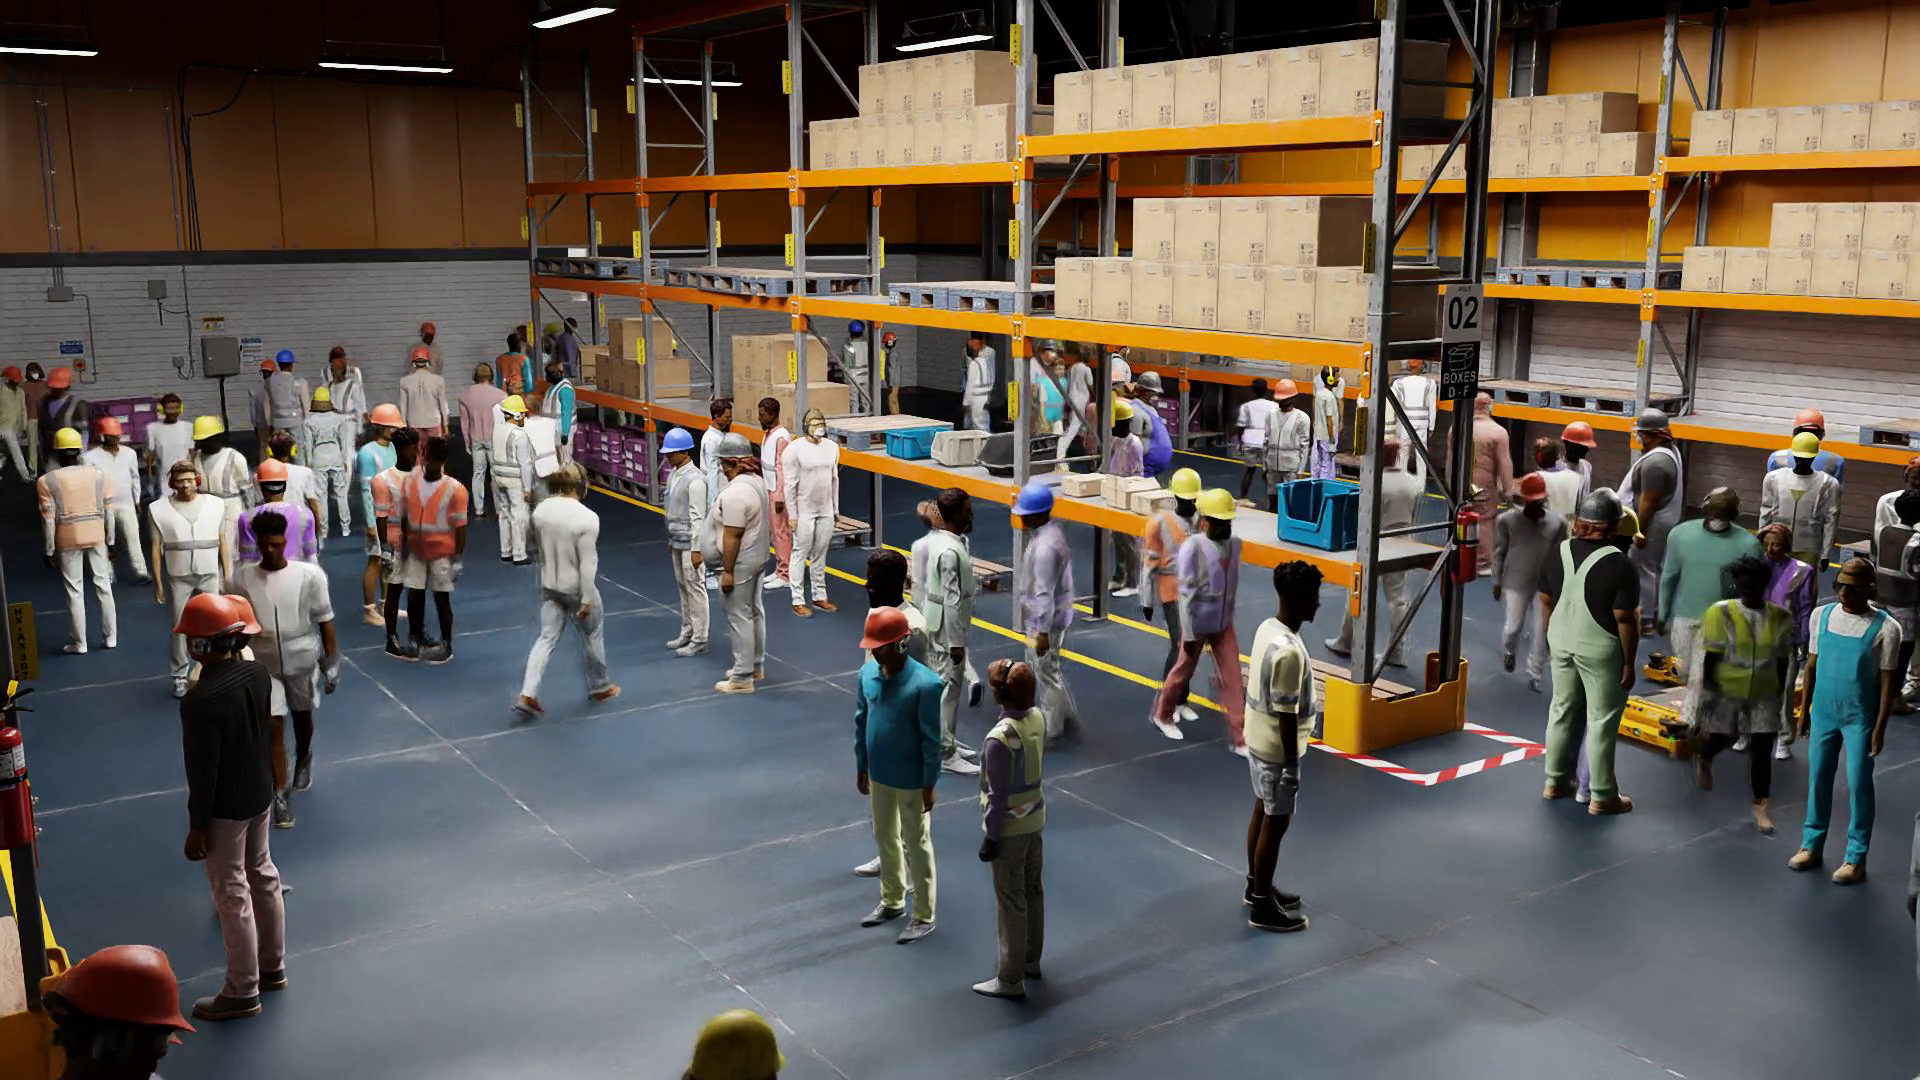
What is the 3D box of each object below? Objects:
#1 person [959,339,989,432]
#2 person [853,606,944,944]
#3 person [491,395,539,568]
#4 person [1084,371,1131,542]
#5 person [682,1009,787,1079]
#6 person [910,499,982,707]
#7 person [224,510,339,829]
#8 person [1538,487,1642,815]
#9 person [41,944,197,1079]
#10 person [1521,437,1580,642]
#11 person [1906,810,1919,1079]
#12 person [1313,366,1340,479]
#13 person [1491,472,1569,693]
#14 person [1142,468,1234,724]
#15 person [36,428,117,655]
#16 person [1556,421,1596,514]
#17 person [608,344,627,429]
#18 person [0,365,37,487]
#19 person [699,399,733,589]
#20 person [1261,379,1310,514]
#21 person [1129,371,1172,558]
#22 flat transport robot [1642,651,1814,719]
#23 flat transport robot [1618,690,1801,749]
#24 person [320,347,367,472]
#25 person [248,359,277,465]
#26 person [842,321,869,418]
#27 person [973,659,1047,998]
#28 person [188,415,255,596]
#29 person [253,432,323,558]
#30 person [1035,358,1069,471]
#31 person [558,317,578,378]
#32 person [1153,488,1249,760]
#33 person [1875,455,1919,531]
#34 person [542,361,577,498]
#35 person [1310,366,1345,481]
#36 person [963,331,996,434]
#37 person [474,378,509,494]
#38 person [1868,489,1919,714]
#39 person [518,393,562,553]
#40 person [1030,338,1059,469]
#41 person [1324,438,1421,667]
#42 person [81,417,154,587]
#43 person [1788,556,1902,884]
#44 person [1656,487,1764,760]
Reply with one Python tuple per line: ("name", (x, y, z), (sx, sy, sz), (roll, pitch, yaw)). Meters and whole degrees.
("person", (0.175, -2.083, 24.964), (0.599, 1.864, 0.573), (3, 11, 13))
("person", (-0.340, 1.186, 8.562), (0.577, 1.737, 0.355), (10, 15, 40))
("person", (-4.702, -0.619, 17.592), (0.586, 1.824, 0.404), (10, 15, 41))
("person", (1.729, -0.966, 18.999), (0.645, 1.960, 0.536), (-2, 11, -11))
("person", (-0.582, 2.028, 4.277), (0.490, 1.730, 0.324), (7, 13, 32))
("person", (-0.124, 0.505, 12.346), (0.512, 1.621, 0.531), (-10, 15, -41))
("person", (-4.227, 0.737, 10.398), (0.614, 1.926, 0.982), (-4, 12, -21))
("person", (3.975, 0.676, 10.391), (0.537, 2.000, 0.683), (-7, 13, -31))
("person", (-2.080, 1.979, 3.889), (0.395, 1.996, 0.774), (3, 11, 15))
("person", (5.101, 0.041, 14.226), (0.598, 1.813, 0.624), (-4, 12, -18))
("person", (4.053, 1.471, 6.712), (0.401, 1.894, 0.654), (-1, 11, -7))
("person", (4.547, -1.227, 20.570), (0.328, 1.872, 0.511), (-1, 11, -6))
("person", (4.468, 0.312, 13.030), (0.604, 1.733, 0.495), (1, 11, 7))
("person", (1.651, 0.407, 12.137), (0.609, 1.903, 0.481), (-6, 12, -27))
("person", (-7.464, 0.011, 14.084), (0.371, 1.929, 0.585), (10, 15, 43))
("person", (5.316, -0.078, 14.524), (0.542, 1.936, 0.364), (-7, 13, -32))
("person", (-5.668, -2.439, 27.406), (0.322, 1.625, 0.530), (-7, 13, -31))
("person", (-13.037, -1.552, 22.753), (0.927, 1.683, 0.614), (2, 11, 8))
("person", (-2.413, -0.455, 16.531), (0.398, 1.909, 0.599), (0, 11, 1))
("person", (3.546, -0.805, 18.247), (0.544, 1.935, 0.361), (9, 14, 37))
("person", (2.045, -0.838, 18.142), (0.536, 2.000, 0.675), (3, 12, 16))
("flat transport robot", (6.092, 1.082, 12.858), (0.652, 0.197, 1.431), (-6, 13, -28))
("flat transport robot", (5.381, 1.245, 12.021), (1.431, 0.197, 0.652), (-6, 13, -28))
("person", (-8.959, -1.898, 24.169), (0.595, 1.826, 0.840), (0, 11, 1))
("person", (-9.431, -1.605, 22.828), (0.566, 1.743, 0.349), (0, 11, -2))
("person", (-1.724, -2.665, 27.729), (0.606, 1.947, 0.406), (-9, 14, -39))
("person", (0.254, 1.361, 7.917), (0.307, 1.641, 0.513), (5, 12, 25))
("person", (-6.876, -0.262, 15.612), (0.591, 1.883, 0.939), (3, 11, 15))
("person", (-5.881, -0.025, 14.501), (0.560, 1.825, 0.839), (-5, 12, -25))
("person", (1.248, -1.633, 22.940), (0.567, 1.767, 1.010), (-10, 15, -41))
("person", (-6.826, -2.920, 29.070), (0.352, 1.933, 0.634), (-5, 12, -24))
("person", (1.706, 0.550, 11.504), (0.587, 1.875, 1.025), (-7, 13, -33))
("person", (7.401, 0.264, 12.931), (0.588, 1.878, 0.371), (5, 12, 26))
("person", (-5.196, -1.404, 21.596), (0.429, 1.831, 0.630), (-6, 13, -30))
("person", (5.042, -1.641, 22.790), (0.350, 1.837, 0.502), (-10, 15, -42))
("person", (0.301, -2.483, 26.887), (0.587, 1.914, 0.392), (7, 13, 33))
("person", (-6.159, -1.410, 22.066), (0.608, 1.653, 0.356), (-4, 12, -18))
("person", (7.002, 0.453, 12.431), (0.327, 1.687, 0.537), (-3, 11, -16))
("person", (-4.501, -0.696, 18.031), (0.855, 1.809, 0.562), (5, 12, 22))
("person", (1.190, -1.914, 23.648), (0.541, 2.000, 0.708), (11, 15, 44))
("person", (3.438, 0.083, 13.858), (0.662, 1.871, 0.862), (-6, 12, -27))
("person", (-8.419, -0.371, 16.600), (0.882, 1.701, 0.590), (9, 14, 39))
("person", (4.942, 0.991, 9.297), (0.346, 1.840, 0.502), (-7, 13, -33))
("person", (5.189, 0.535, 11.517), (0.657, 1.889, 0.855), (9, 14, 40))
